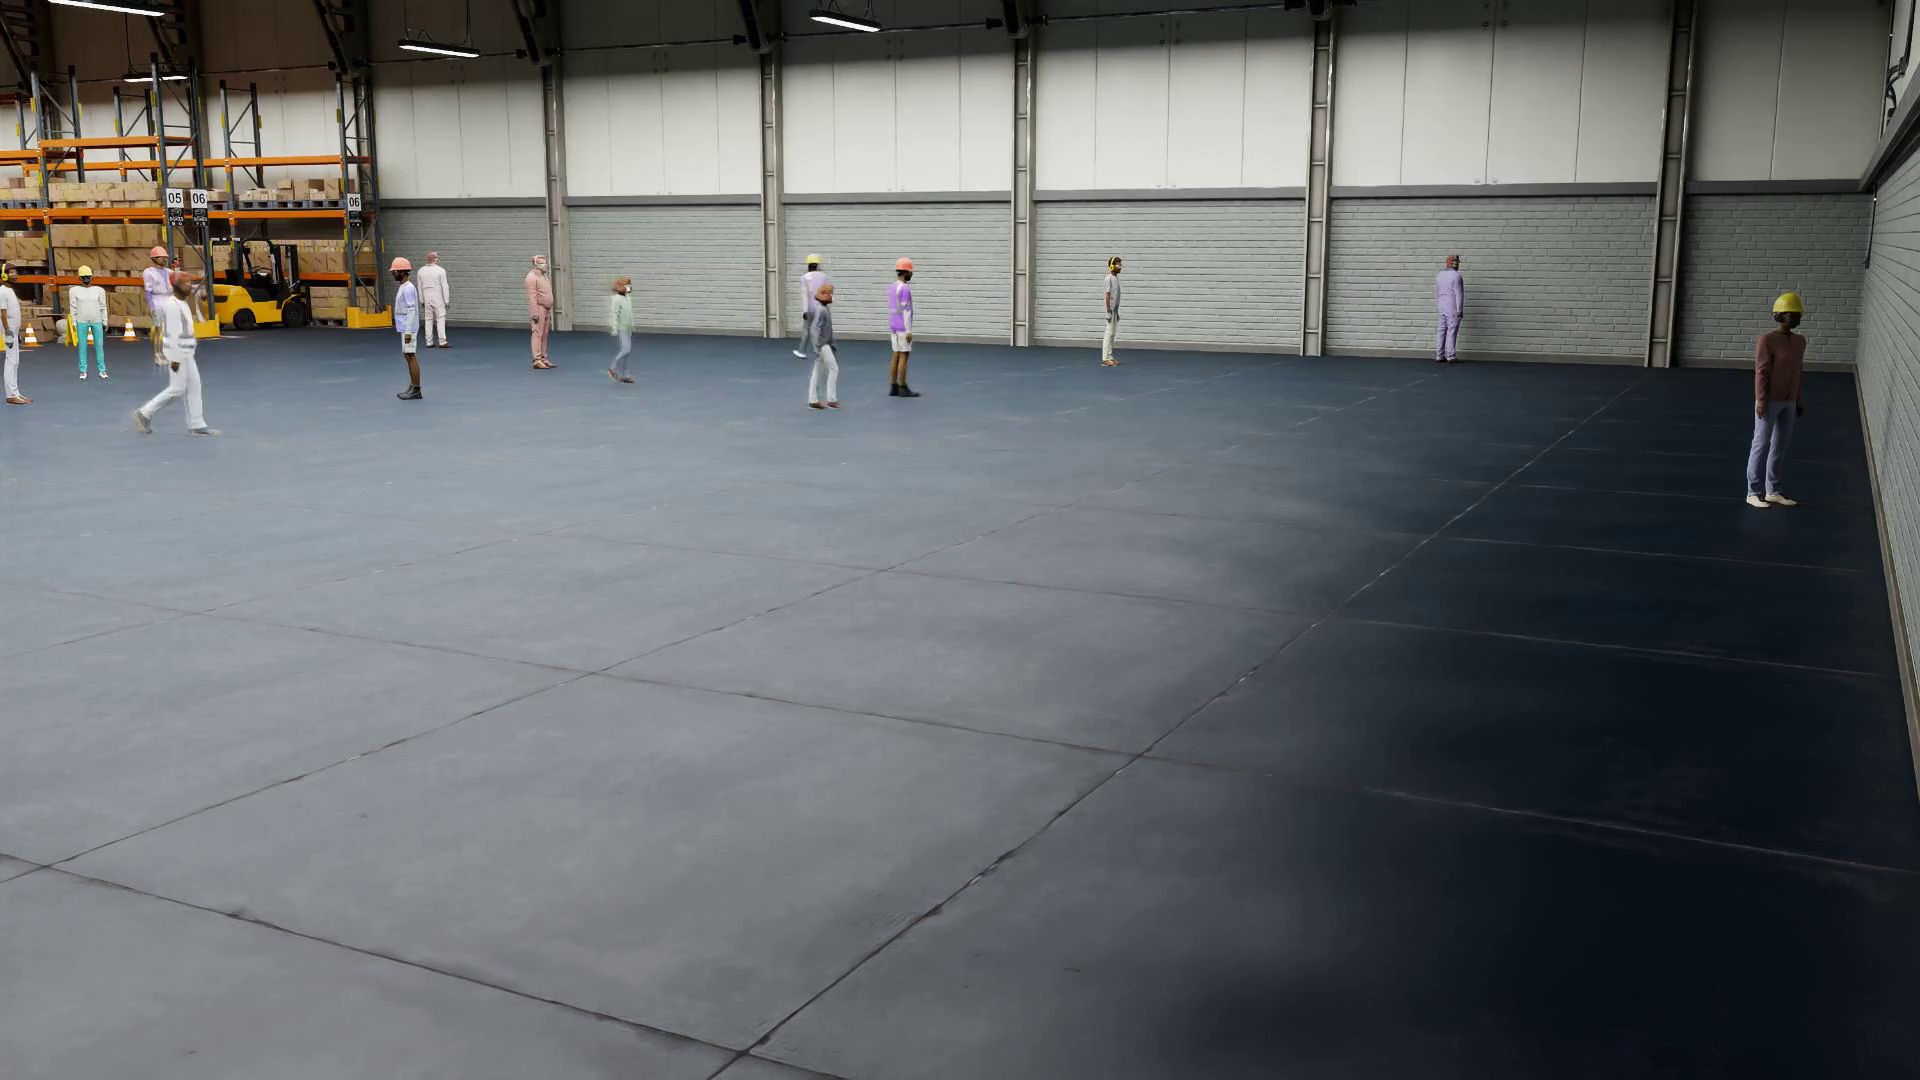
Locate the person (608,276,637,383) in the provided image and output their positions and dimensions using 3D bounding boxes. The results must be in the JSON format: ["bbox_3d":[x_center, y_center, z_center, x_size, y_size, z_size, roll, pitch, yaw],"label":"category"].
[{"bbox_3d":[-5.076,-3.175,25.206,0.352,1.624,0.505,2,11,12],"label":"person"}]

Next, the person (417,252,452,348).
[{"bbox_3d":[-10.463,-4.780,33.176,0.652,1.906,0.402,3,11,16],"label":"person"}]

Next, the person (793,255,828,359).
[{"bbox_3d":[-2.674,-4.195,30.042,0.611,1.881,0.941,-8,13,-37],"label":"person"}]

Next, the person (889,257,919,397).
[{"bbox_3d":[-0.777,-2.953,23.133,0.378,1.933,0.551,-5,11,-24],"label":"person"}]

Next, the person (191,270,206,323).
[{"bbox_3d":[-17.731,-5.697,38.413,1.010,1.837,0.591,5,11,25],"label":"person"}]

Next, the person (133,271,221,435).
[{"bbox_3d":[-8.758,-2.056,18.477,0.787,1.862,0.587,-2,11,-11],"label":"person"}]

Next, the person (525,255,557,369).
[{"bbox_3d":[-7.056,-3.839,28.044,0.410,1.909,0.643,1,10,6],"label":"person"}]

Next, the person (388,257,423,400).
[{"bbox_3d":[-7.604,-2.893,22.799,0.362,1.935,0.553,-4,11,-22],"label":"person"}]

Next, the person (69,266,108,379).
[{"bbox_3d":[-13.657,-3.410,26.092,0.522,1.768,0.312,-7,12,-32],"label":"person"}]

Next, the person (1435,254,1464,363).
[{"bbox_3d":[8.635,-4.058,29.239,0.409,1.909,0.643,-4,11,-22],"label":"person"}]

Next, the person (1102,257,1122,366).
[{"bbox_3d":[2.638,-3.942,28.711,0.310,1.868,0.533,4,11,21],"label":"person"}]

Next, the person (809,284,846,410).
[{"bbox_3d":[-1.684,-2.482,21.427,0.623,1.610,0.506,0,10,-1],"label":"person"}]

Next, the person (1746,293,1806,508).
[{"bbox_3d":[6.774,-1.149,13.753,0.525,1.772,0.304,-5,11,-25],"label":"person"}]

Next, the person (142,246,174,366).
[{"bbox_3d":[-13.771,-4.037,28.739,0.370,2.048,0.607,4,11,21],"label":"person"}]

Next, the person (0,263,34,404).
[{"bbox_3d":[-12.623,-2.743,22.165,0.328,1.873,0.519,-3,11,-18],"label":"person"}]
